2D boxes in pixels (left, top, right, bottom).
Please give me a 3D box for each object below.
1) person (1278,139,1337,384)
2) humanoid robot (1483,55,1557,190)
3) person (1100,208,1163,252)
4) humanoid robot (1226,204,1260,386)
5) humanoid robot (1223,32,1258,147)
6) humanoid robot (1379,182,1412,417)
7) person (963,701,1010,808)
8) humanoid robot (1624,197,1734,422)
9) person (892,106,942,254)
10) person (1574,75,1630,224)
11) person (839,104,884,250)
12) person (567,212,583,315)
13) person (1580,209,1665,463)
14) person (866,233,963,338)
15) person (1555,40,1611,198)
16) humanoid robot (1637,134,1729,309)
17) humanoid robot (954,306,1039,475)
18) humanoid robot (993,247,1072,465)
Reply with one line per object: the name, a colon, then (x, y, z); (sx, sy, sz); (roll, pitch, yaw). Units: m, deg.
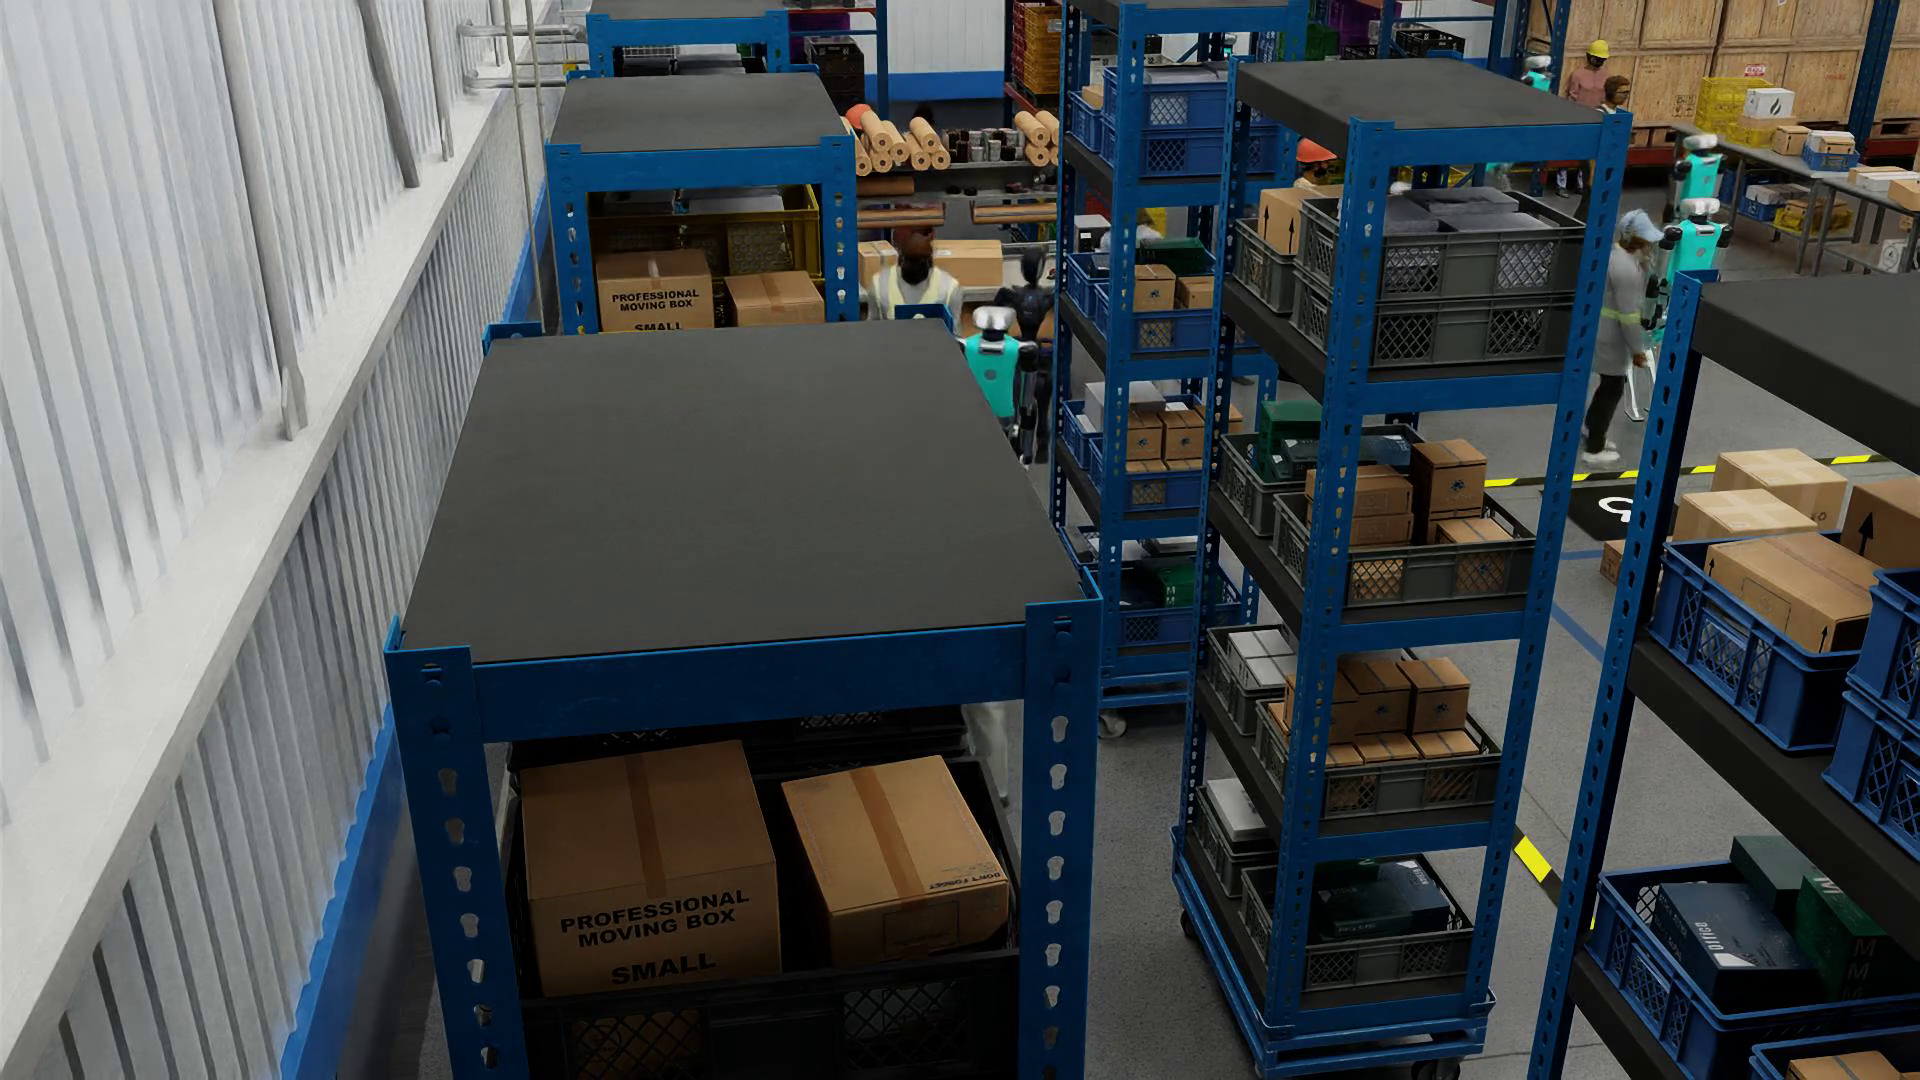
person: (2.716, -2.204, 13.087); (0.340, 1.941, 0.550); (5, 25, 11)
humanoid robot: (5.957, -4.374, 18.090); (0.530, 1.806, 0.797); (-16, 29, -31)
person: (1.294, -1.766, 12.416); (0.507, 1.702, 0.719); (-4, 25, -8)
humanoid robot: (2.309, -2.085, 13.179); (0.623, 1.638, 0.608); (-10, 26, -20)
humanoid robot: (3.271, -5.011, 19.273); (0.735, 1.677, 0.533); (2, 25, 5)
humanoid robot: (3.388, -1.751, 12.363); (0.670, 1.809, 0.548); (1, 25, 3)
person: (0.080, 0.383, 7.608); (0.421, 1.829, 0.563); (0, 25, 1)
humanoid robot: (5.108, -1.714, 12.107); (0.533, 1.677, 0.735); (-4, 25, -9)
person: (-0.418, -2.904, 14.705); (0.682, 1.859, 0.828); (16, 29, 30)
person: (6.250, -3.610, 16.278); (0.336, 1.836, 0.502); (20, 31, 37)
person: (-0.808, -2.565, 13.755); (0.378, 2.040, 0.613); (-19, 31, -35)
person: (-2.743, -1.868, 12.463); (0.513, 1.858, 0.335); (-18, 30, -34)
person: (4.543, -1.411, 11.531); (0.414, 1.815, 0.675); (5, 25, 10)
person: (-0.297, -1.140, 10.919); (0.658, 1.820, 0.473); (2, 25, 4)
person: (7.109, -4.774, 18.894); (0.522, 1.761, 0.337); (-6, 25, -12)
humanoid robot: (6.127, -2.663, 14.352); (0.567, 1.738, 1.058); (-9, 26, -20)
humanoid robot: (0.193, -0.534, 9.816); (0.541, 1.878, 0.728); (2, 25, 5)
humanoid robot: (0.473, -1.180, 11.205); (0.602, 1.646, 0.644); (4, 25, 9)
